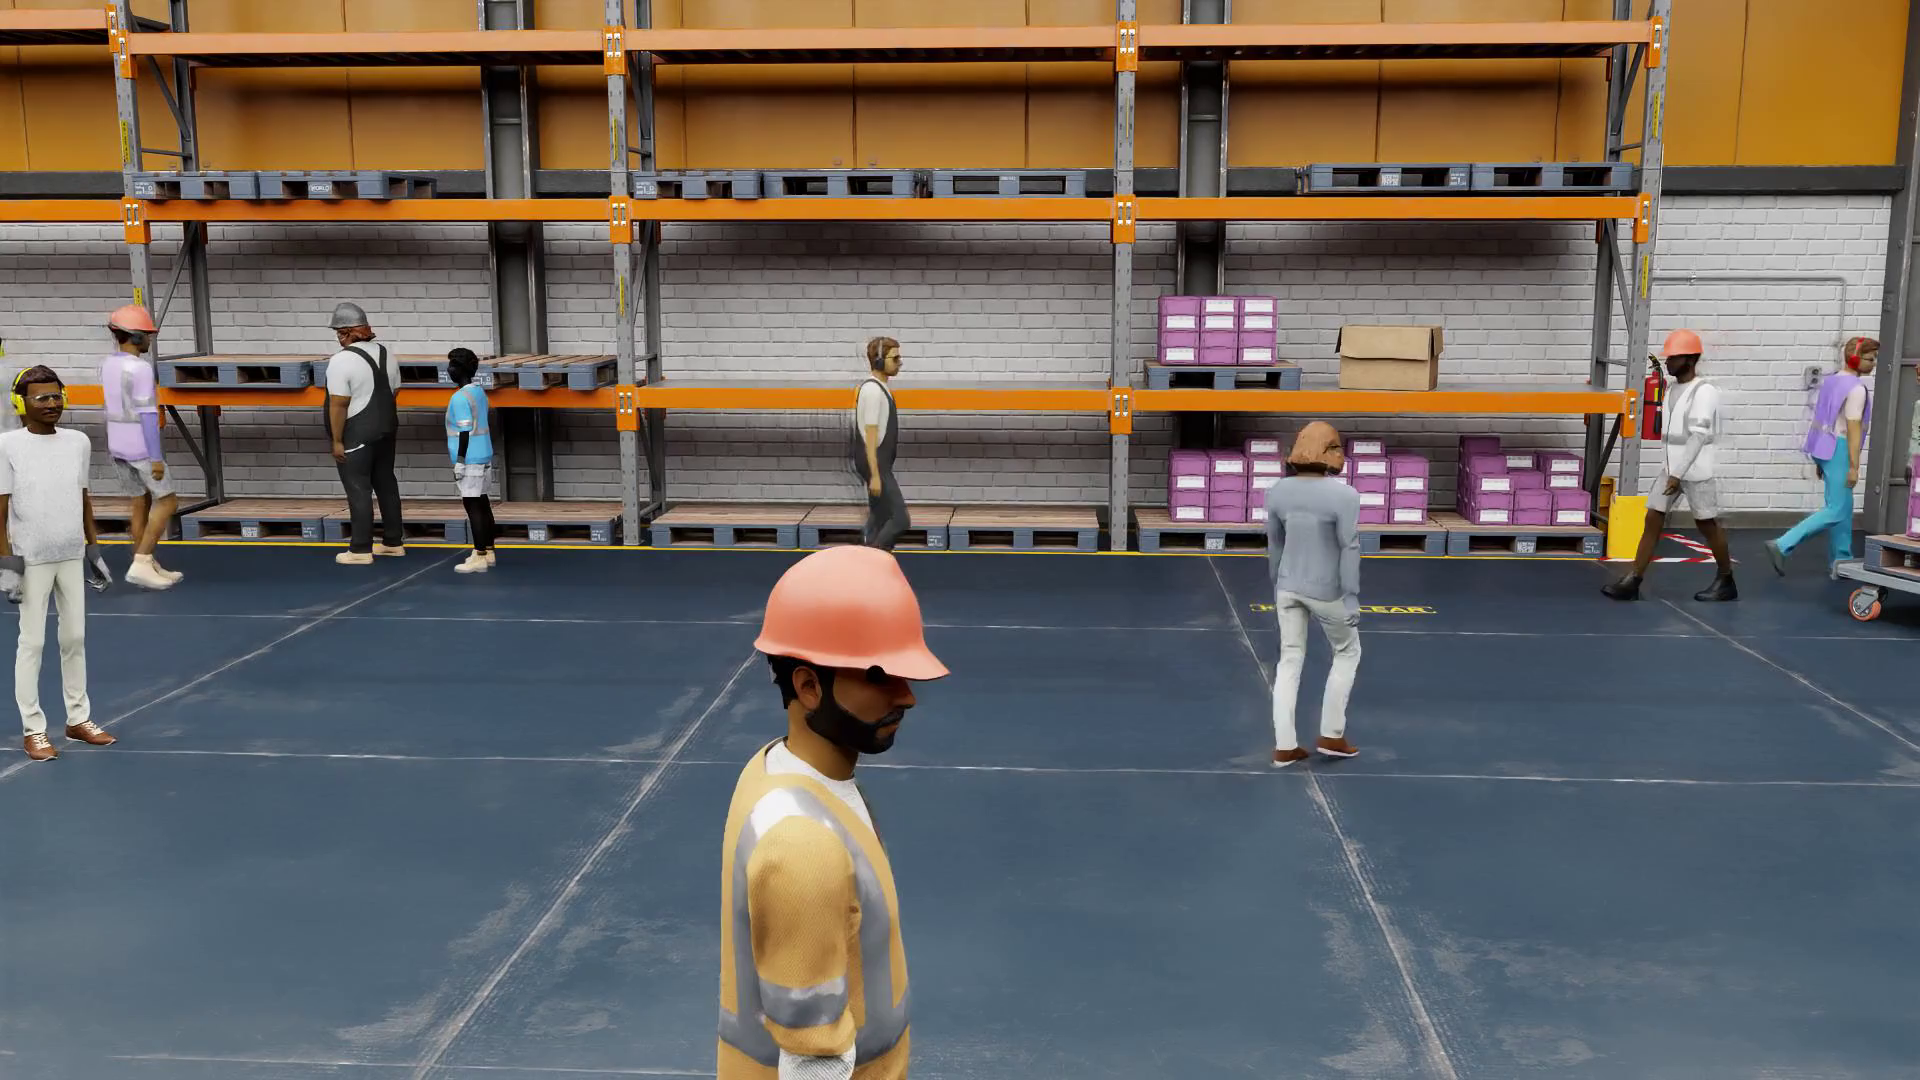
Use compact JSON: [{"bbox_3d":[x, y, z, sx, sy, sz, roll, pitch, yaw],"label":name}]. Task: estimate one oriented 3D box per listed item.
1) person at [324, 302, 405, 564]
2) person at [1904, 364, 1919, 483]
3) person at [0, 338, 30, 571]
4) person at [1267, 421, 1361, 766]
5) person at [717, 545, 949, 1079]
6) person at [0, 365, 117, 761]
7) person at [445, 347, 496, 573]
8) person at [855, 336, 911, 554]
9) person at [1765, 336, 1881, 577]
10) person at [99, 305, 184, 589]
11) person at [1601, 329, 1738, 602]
[{"bbox_3d":[-4.693,-0.845,12.984,0.535,2.000,0.684,4,10,21],"label":"person"},{"bbox_3d":[7.480,-0.570,12.649,0.644,1.607,0.328,-3,10,-20],"label":"person"},{"bbox_3d":[-7.188,-0.661,12.477,0.584,1.856,0.514,4,10,20],"label":"person"},{"bbox_3d":[1.691,0.250,7.804,0.563,1.614,0.533,-9,13,-44],"label":"person"},{"bbox_3d":[-0.211,0.963,2.714,0.376,1.934,0.547,-1,10,-7],"label":"person"},{"bbox_3d":[-4.335,0.100,7.950,0.327,1.874,0.517,6,11,31],"label":"person"},{"bbox_3d":[-3.705,-0.602,12.570,0.317,1.695,0.540,0,10,1],"label":"person"},{"bbox_3d":[-0.519,-0.475,11.417,0.400,1.835,0.537,0,10,1],"label":"person"},{"bbox_3d":[6.383,-0.592,12.197,0.792,1.811,0.587,1,10,6],"label":"person"},{"bbox_3d":[-5.826,-0.655,11.869,0.631,2.032,0.439,7,12,37],"label":"person"},{"bbox_3d":[4.950,-0.489,11.367,0.980,1.893,0.553,-2,10,-11],"label":"person"}]
